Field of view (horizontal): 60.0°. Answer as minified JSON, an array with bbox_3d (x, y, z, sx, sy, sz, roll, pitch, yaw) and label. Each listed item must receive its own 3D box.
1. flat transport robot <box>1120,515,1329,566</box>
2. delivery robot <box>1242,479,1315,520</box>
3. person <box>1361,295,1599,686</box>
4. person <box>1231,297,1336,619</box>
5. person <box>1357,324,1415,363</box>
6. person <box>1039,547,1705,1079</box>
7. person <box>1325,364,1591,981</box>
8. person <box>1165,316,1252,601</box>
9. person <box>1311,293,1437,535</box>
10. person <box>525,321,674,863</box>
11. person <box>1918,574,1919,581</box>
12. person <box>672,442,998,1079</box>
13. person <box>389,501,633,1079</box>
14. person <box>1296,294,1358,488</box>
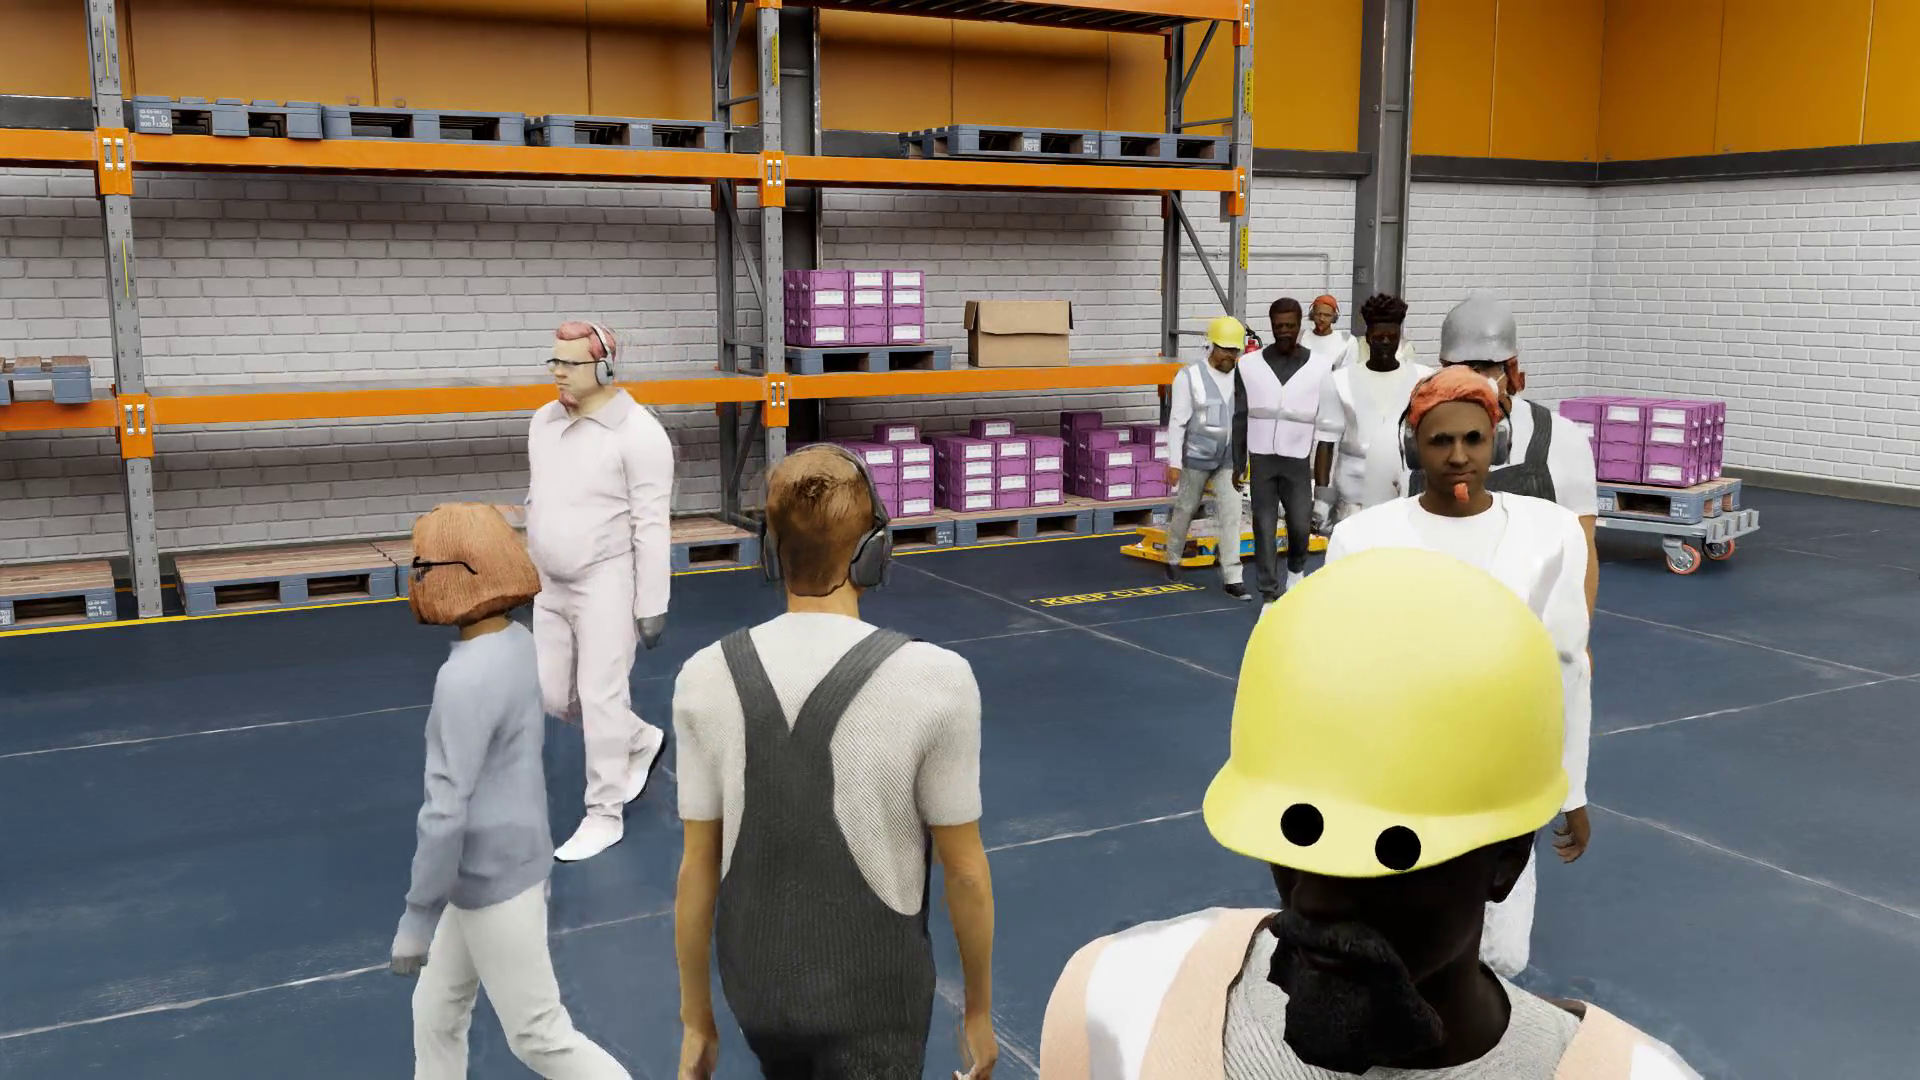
[{"bbox_3d":[1.906,-0.011,11.927,1.431,0.197,0.652,-6,11,-34],"label":"flat transport robot"},{"bbox_3d":[2.419,-0.354,12.865,0.707,0.478,0.477,-6,11,-33],"label":"delivery robot"},{"bbox_3d":[1.567,0.237,5.033,0.684,2.000,1.012,2,9,10],"label":"person"},{"bbox_3d":[1.907,-0.484,9.854,0.598,1.903,0.627,2,10,13],"label":"person"},{"bbox_3d":[3.373,-1.034,13.508,0.603,1.810,0.456,5,11,29],"label":"person"},{"bbox_3d":[0.347,0.917,1.364,0.582,1.895,0.945,8,12,39],"label":"person"},{"bbox_3d":[1.115,0.527,3.824,0.600,1.868,0.698,1,9,4],"label":"person"},{"bbox_3d":[1.585,-0.546,10.628,0.625,1.783,0.943,-3,10,-15],"label":"person"},{"bbox_3d":[2.037,-0.213,8.077,0.641,1.932,0.862,2,9,10],"label":"person"},{"bbox_3d":[-1.275,0.161,5.948,0.659,1.890,0.590,7,12,36],"label":"person"},{"bbox_3d":[6.510,-0.625,10.627,0.646,1.929,0.536,-4,10,-23],"label":"person"},{"bbox_3d":[-0.229,0.755,2.631,0.516,1.811,0.922,3,10,18],"label":"person"},{"bbox_3d":[-0.940,0.711,3.493,0.821,1.599,0.506,-1,9,-7],"label":"person"},{"bbox_3d":[2.885,-1.034,13.345,0.587,1.855,0.554,4,10,21],"label":"person"}]
